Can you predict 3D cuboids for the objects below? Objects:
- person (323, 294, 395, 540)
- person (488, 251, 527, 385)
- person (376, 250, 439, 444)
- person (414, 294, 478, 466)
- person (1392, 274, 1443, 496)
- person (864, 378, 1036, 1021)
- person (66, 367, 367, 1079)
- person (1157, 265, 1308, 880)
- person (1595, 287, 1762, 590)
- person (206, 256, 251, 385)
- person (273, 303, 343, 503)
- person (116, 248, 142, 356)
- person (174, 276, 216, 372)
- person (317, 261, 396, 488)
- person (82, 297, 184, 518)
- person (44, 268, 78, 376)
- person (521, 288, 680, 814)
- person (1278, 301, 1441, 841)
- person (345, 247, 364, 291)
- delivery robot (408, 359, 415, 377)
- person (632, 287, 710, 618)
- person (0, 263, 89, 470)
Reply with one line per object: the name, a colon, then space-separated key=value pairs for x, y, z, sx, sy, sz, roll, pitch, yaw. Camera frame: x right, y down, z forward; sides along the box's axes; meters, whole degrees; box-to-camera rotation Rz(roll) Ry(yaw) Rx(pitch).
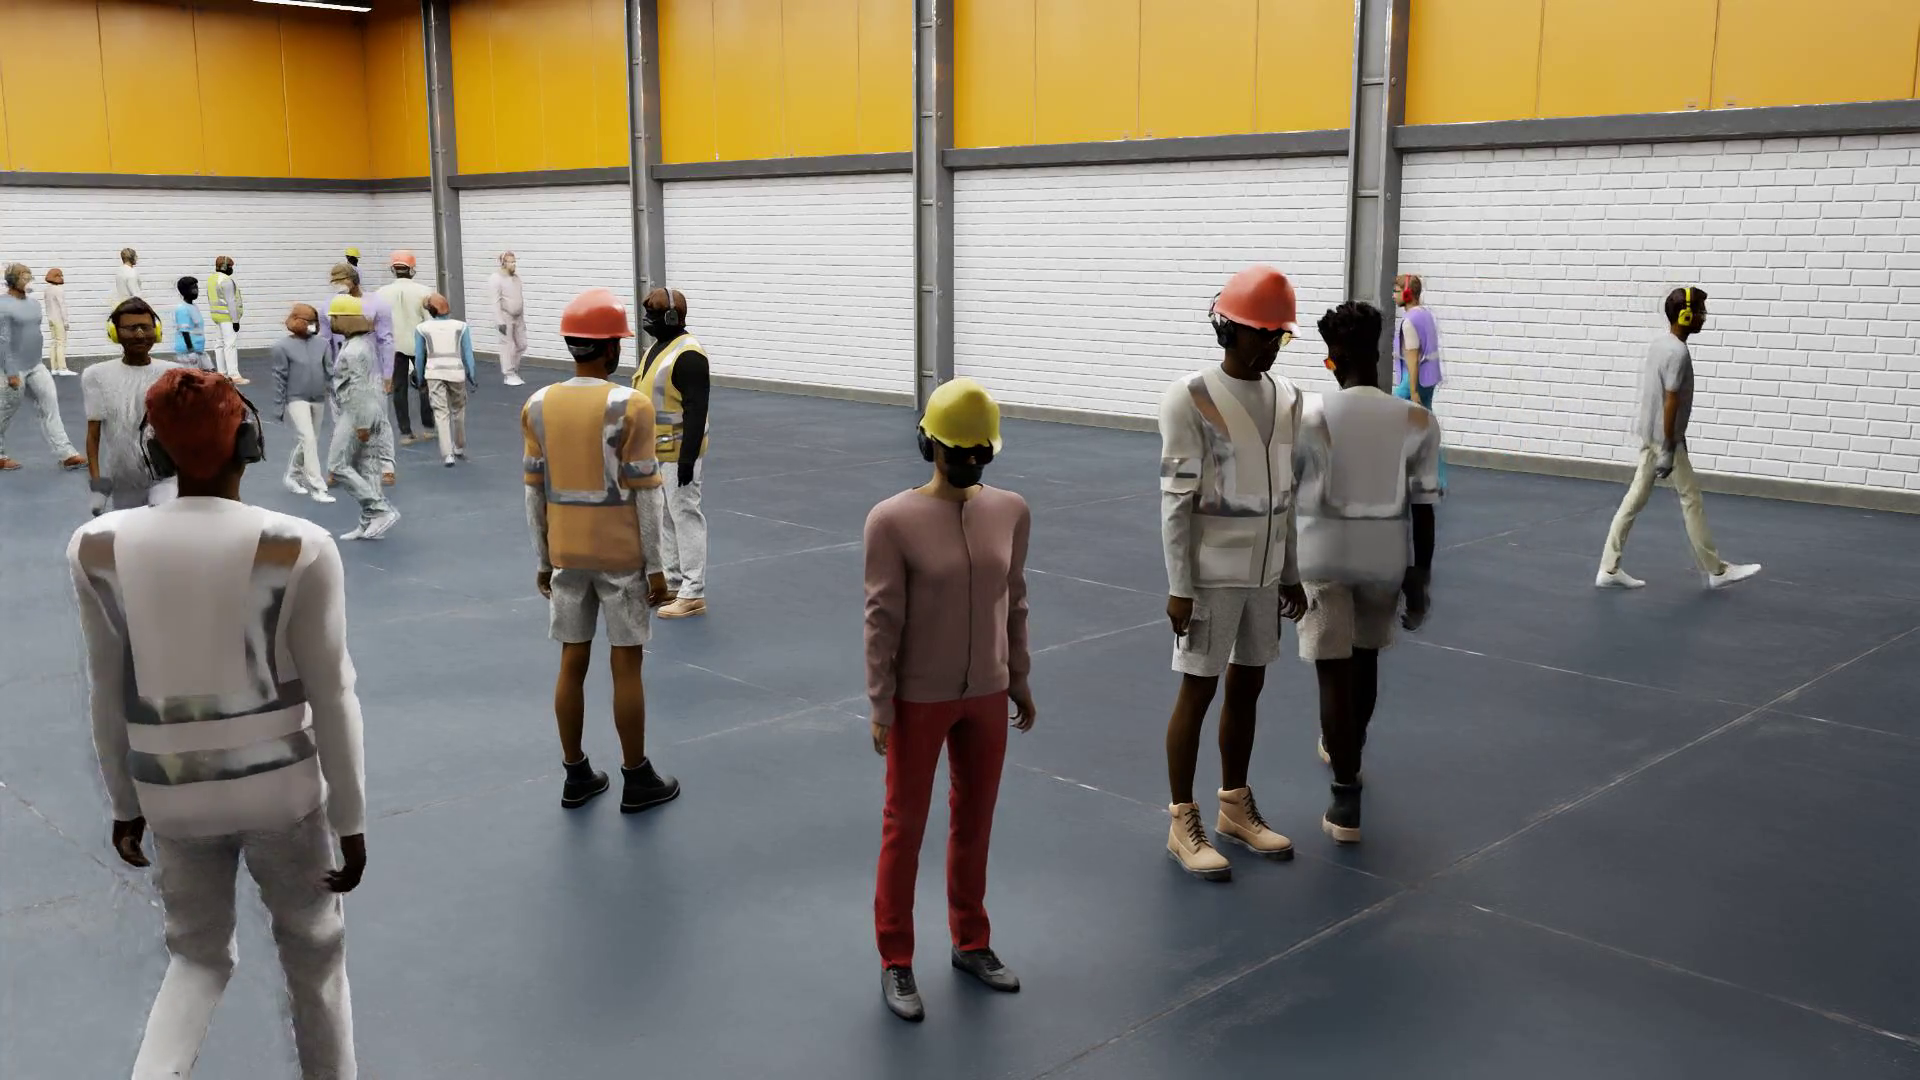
person: x=-4.234 y=-0.840 z=11.571 sx=0.365 sy=1.731 sz=0.491 roll=-2 pitch=11 yaw=-11
person: x=-6.426 y=-3.157 z=23.754 sx=0.407 sy=1.910 sz=0.674 roll=5 pitch=12 yaw=25
person: x=-5.688 y=-2.005 z=17.253 sx=0.654 sy=1.967 sz=0.777 roll=0 pitch=10 yaw=0
person: x=-4.830 y=-1.510 z=15.614 sx=0.552 sy=1.578 sz=0.869 roll=-4 pitch=11 yaw=-20
person: x=3.609 y=-1.266 z=13.681 sx=0.880 sy=1.808 sz=0.576 roll=7 pitch=12 yaw=33
person: x=-0.012 y=0.431 z=4.570 sx=0.529 sy=1.757 sz=0.338 roll=-6 pitch=12 yaw=-31
person: x=-1.553 y=0.575 z=3.494 sx=0.609 sy=1.865 sz=0.656 roll=-1 pitch=10 yaw=-3
person: x=0.940 y=0.108 z=5.576 sx=0.605 sy=2.034 sz=0.390 roll=-7 pitch=13 yaw=-35
person: x=4.317 y=-0.593 z=9.964 sx=0.959 sy=1.821 sz=0.541 roll=1 pitch=10 yaw=4
person: x=-10.493 y=-3.139 z=23.822 sx=0.621 sy=1.838 sz=0.429 roll=9 pitch=14 yaw=40
person: x=-5.321 y=-1.125 z=13.510 sx=0.833 sy=1.600 sz=0.512 roll=7 pitch=12 yaw=33
person: x=-12.812 y=-3.545 z=25.754 sx=0.636 sy=1.938 sz=0.362 roll=10 pitch=14 yaw=43
person: x=-8.594 y=-2.133 z=18.765 sx=0.541 sy=1.672 sz=0.552 roll=-1 pitch=10 yaw=-8
person: x=-5.104 y=-1.398 z=14.106 sx=0.638 sy=1.923 sz=0.400 roll=0 pitch=10 yaw=-2
person: x=-3.988 y=-0.257 z=8.150 sx=0.498 sy=1.814 sz=0.978 roll=-6 pitch=12 yaw=-28
person: x=-13.768 y=-3.327 z=25.395 sx=0.507 sy=1.631 sz=0.266 roll=8 pitch=13 yaw=36
person: x=-1.330 y=0.047 z=6.165 sx=0.545 sy=1.939 sz=0.373 roll=4 pitch=11 yaw=19
person: x=1.429 y=0.080 z=6.129 sx=0.593 sy=1.903 sz=1.004 roll=-1 pitch=10 yaw=-4
person: x=-10.845 y=-4.263 z=29.728 sx=0.585 sy=1.919 sz=0.388 roll=6 pitch=12 yaw=30
delivery robot: x=-7.582 y=-2.464 z=23.377 sx=0.707 sy=0.478 sz=0.477 roll=9 pitch=14 yaw=41
person: x=-1.631 y=-0.488 z=9.350 sx=0.429 sy=1.845 sz=0.621 roll=-6 pitch=12 yaw=-29
person: x=-8.429 y=-1.548 z=15.020 sx=1.008 sy=1.885 sz=0.647 roll=2 pitch=11 yaw=9
